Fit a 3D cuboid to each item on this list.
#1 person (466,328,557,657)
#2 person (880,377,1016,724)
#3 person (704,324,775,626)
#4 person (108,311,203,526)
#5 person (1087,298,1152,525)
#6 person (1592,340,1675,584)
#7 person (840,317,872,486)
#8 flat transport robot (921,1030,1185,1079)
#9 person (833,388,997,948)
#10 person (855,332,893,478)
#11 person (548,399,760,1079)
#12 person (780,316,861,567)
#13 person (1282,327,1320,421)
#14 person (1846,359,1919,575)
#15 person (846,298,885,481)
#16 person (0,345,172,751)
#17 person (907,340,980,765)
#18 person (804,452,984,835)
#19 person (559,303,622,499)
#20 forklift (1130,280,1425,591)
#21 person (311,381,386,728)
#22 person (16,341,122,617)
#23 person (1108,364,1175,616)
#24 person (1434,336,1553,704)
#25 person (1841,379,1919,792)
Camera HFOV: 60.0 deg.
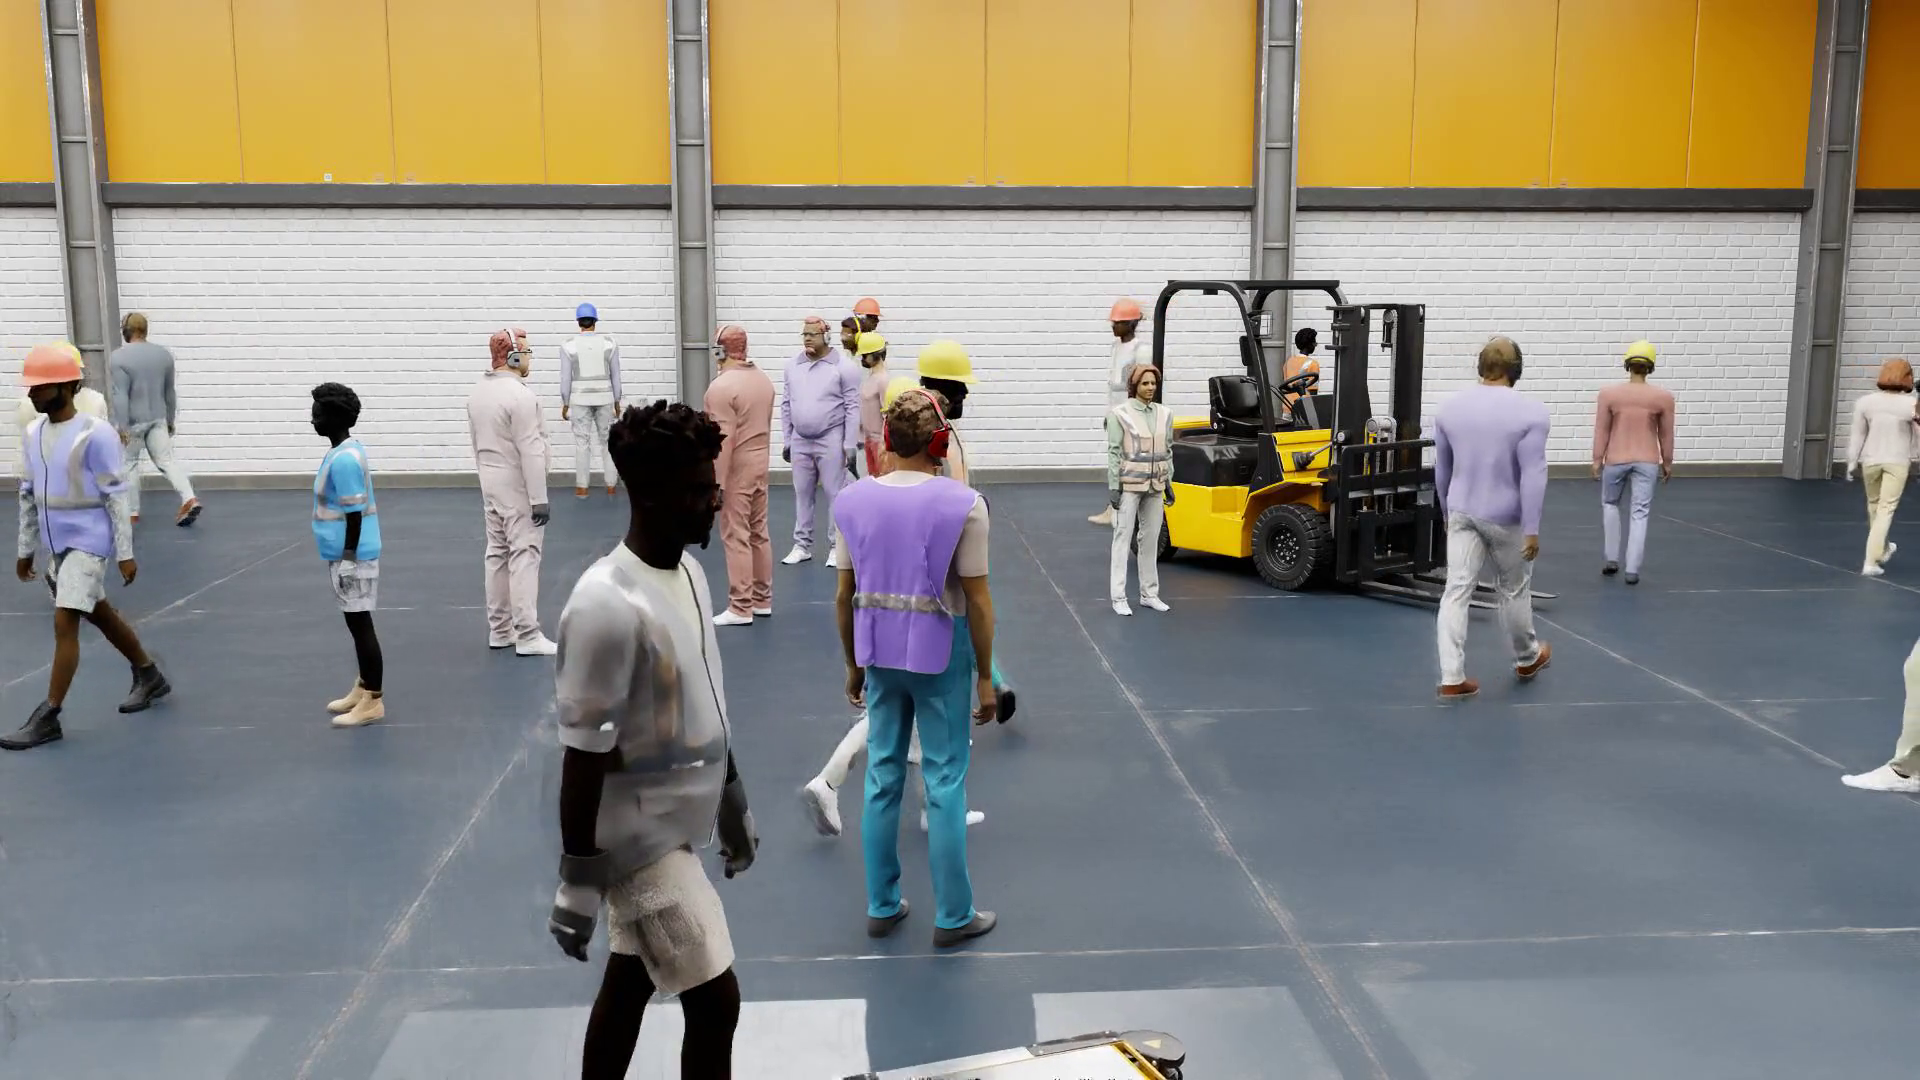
[{"bbox_3d":[-2.586,-0.277,9.715,0.410,1.909,0.643,-9,13,-44],"label":"person"},{"bbox_3d":[-0.085,0.083,8.018,0.690,1.735,0.538,6,11,33],"label":"person"},{"bbox_3d":[-1.429,-0.409,10.557,0.399,1.904,0.644,4,10,23],"label":"person"},{"bbox_3d":[-7.109,-1.052,14.599,0.923,1.911,0.638,5,10,26],"label":"person"},{"bbox_3d":[1.574,-1.143,14.835,0.848,2.017,0.612,-3,9,-15],"label":"person"},{"bbox_3d":[4.871,-0.569,12.045,0.543,1.745,0.599,4,10,21],"label":"person"},{"bbox_3d":[-0.904,-0.975,14.252,0.395,1.855,0.560,-4,10,-24],"label":"person"},{"bbox_3d":[-0.011,1.465,3.898,1.431,0.197,0.652,-3,10,-21],"label":"flat transport robot"},{"bbox_3d":[-0.150,0.427,5.484,0.563,1.847,0.389,4,10,25],"label":"person"},{"bbox_3d":[-0.682,-0.794,13.434,0.328,1.759,0.524,-3,10,-19],"label":"person"},{"bbox_3d":[-0.596,0.654,3.766,0.821,1.933,0.657,1,9,7],"label":"person"},{"bbox_3d":[-1.083,-0.745,12.657,0.643,1.910,0.400,4,10,23],"label":"person"},{"bbox_3d":[3.447,-1.299,16.822,0.322,1.691,0.533,-4,10,-23],"label":"person"},{"bbox_3d":[6.957,-0.546,12.427,0.859,1.580,0.523,-7,12,-38],"label":"person"},{"bbox_3d":[-0.946,-1.405,16.528,0.391,1.990,0.622,-3,9,-16],"label":"person"},{"bbox_3d":[-4.284,-0.003,8.098,0.567,1.890,1.010,4,10,24],"label":"person"},{"bbox_3d":[-0.098,0.058,7.555,0.385,1.922,0.594,2,9,12],"label":"person"},{"bbox_3d":[-0.254,0.384,6.504,0.699,1.610,0.506,-6,11,-34],"label":"person"},{"bbox_3d":[-3.660,-1.374,16.508,0.604,1.937,0.403,-3,10,-20],"label":"person"},{"bbox_3d":[2.301,-0.860,12.475,1.214,2.155,2.313,-6,11,-35],"label":"forklift"},{"bbox_3d":[-3.017,0.070,8.194,0.317,1.695,0.540,-4,10,-22],"label":"person"},{"bbox_3d":[-5.794,-0.398,10.807,0.848,1.801,0.597,5,10,28],"label":"person"},{"bbox_3d":[1.185,-0.322,10.887,0.520,1.648,0.325,-5,10,-30],"label":"person"},{"bbox_3d":[2.829,-0.121,8.774,0.659,1.889,0.989,8,12,43],"label":"person"},{"bbox_3d":[4.312,0.198,7.029,0.865,1.826,0.584,2,9,13],"label":"person"}]
